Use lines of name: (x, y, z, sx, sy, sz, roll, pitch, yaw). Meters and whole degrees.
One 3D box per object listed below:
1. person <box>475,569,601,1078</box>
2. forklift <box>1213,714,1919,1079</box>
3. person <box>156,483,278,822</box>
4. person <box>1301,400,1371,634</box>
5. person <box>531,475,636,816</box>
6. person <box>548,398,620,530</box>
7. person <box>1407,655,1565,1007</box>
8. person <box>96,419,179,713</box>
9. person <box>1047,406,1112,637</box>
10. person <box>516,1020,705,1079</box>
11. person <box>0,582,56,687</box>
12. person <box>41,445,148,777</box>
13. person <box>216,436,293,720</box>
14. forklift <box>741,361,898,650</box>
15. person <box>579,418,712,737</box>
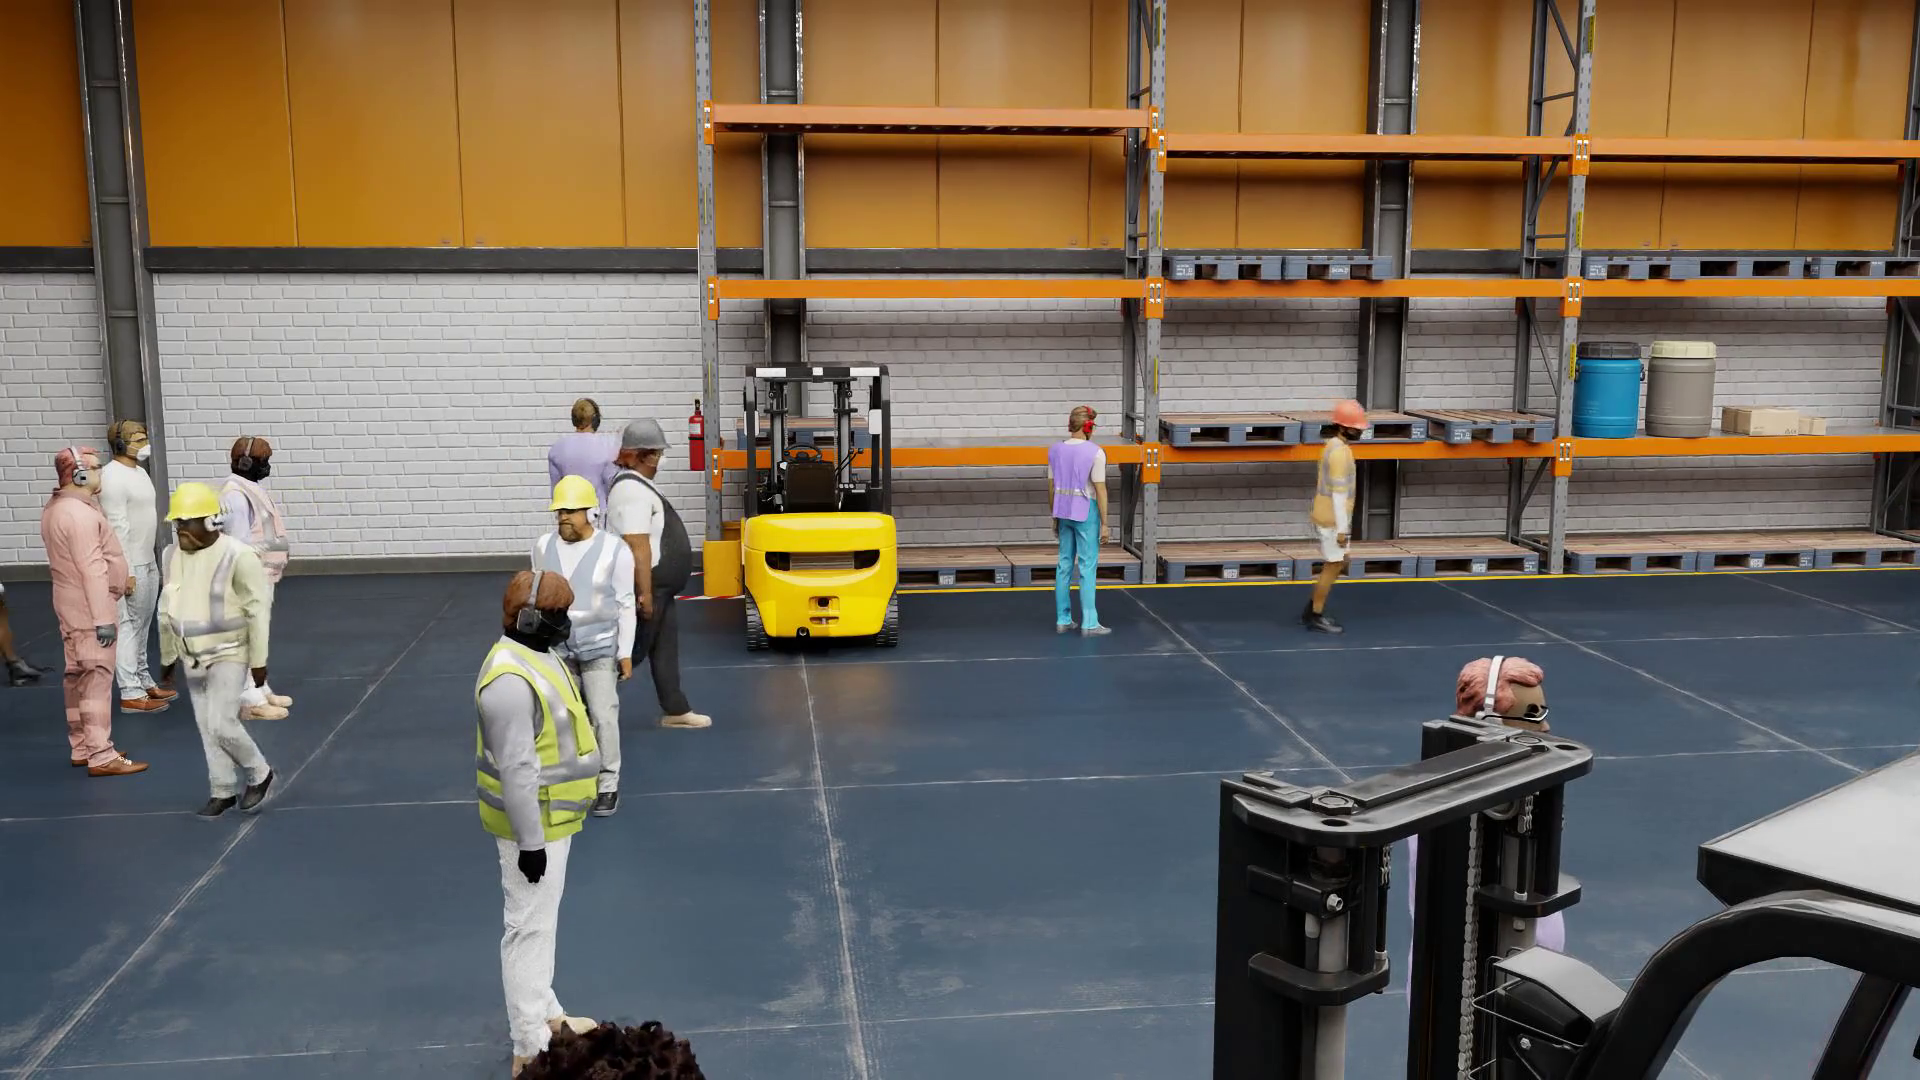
person: (-1.515, 1.013, 6.030, 0.429, 1.840, 0.621, -1, 9, -7)
forklift: (1.441, 1.425, 2.350, 1.214, 2.155, 2.313, -7, 12, -39)
person: (-3.917, 0.595, 8.706, 0.611, 1.815, 0.429, 4, 10, 22)
person: (3.006, -0.170, 13.241, 0.485, 1.895, 0.566, 2, 9, 14)
person: (-2.023, 0.562, 8.855, 0.589, 1.835, 0.404, 2, 9, 10)
person: (-2.857, -0.130, 12.851, 0.630, 1.940, 0.373, 3, 10, 18)
person: (1.380, 1.238, 4.414, 0.402, 1.906, 0.652, 3, 9, 16)
person: (-5.450, 0.168, 10.992, 0.372, 1.940, 0.632, -2, 9, -12)
person: (0.937, -0.144, 13.253, 0.563, 1.838, 0.390, 8, 12, 41)
person: (-0.547, 1.561, 2.292, 0.912, 1.939, 0.599, 6, 11, 32)
person: (-6.715, 0.117, 11.397, 0.882, 1.905, 0.578, -1, 9, -5)
person: (-5.008, 0.405, 9.598, 0.410, 1.913, 0.643, -8, 12, -42)
person: (-4.591, 0.243, 10.844, 0.429, 1.839, 0.621, -2, 9, -15)
forklift: (-1.154, -0.340, 13.365, 1.214, 2.155, 2.313, -1, 9, -7)
person: (-2.055, 0.224, 10.322, 0.894, 2.000, 0.693, -2, 9, -11)
